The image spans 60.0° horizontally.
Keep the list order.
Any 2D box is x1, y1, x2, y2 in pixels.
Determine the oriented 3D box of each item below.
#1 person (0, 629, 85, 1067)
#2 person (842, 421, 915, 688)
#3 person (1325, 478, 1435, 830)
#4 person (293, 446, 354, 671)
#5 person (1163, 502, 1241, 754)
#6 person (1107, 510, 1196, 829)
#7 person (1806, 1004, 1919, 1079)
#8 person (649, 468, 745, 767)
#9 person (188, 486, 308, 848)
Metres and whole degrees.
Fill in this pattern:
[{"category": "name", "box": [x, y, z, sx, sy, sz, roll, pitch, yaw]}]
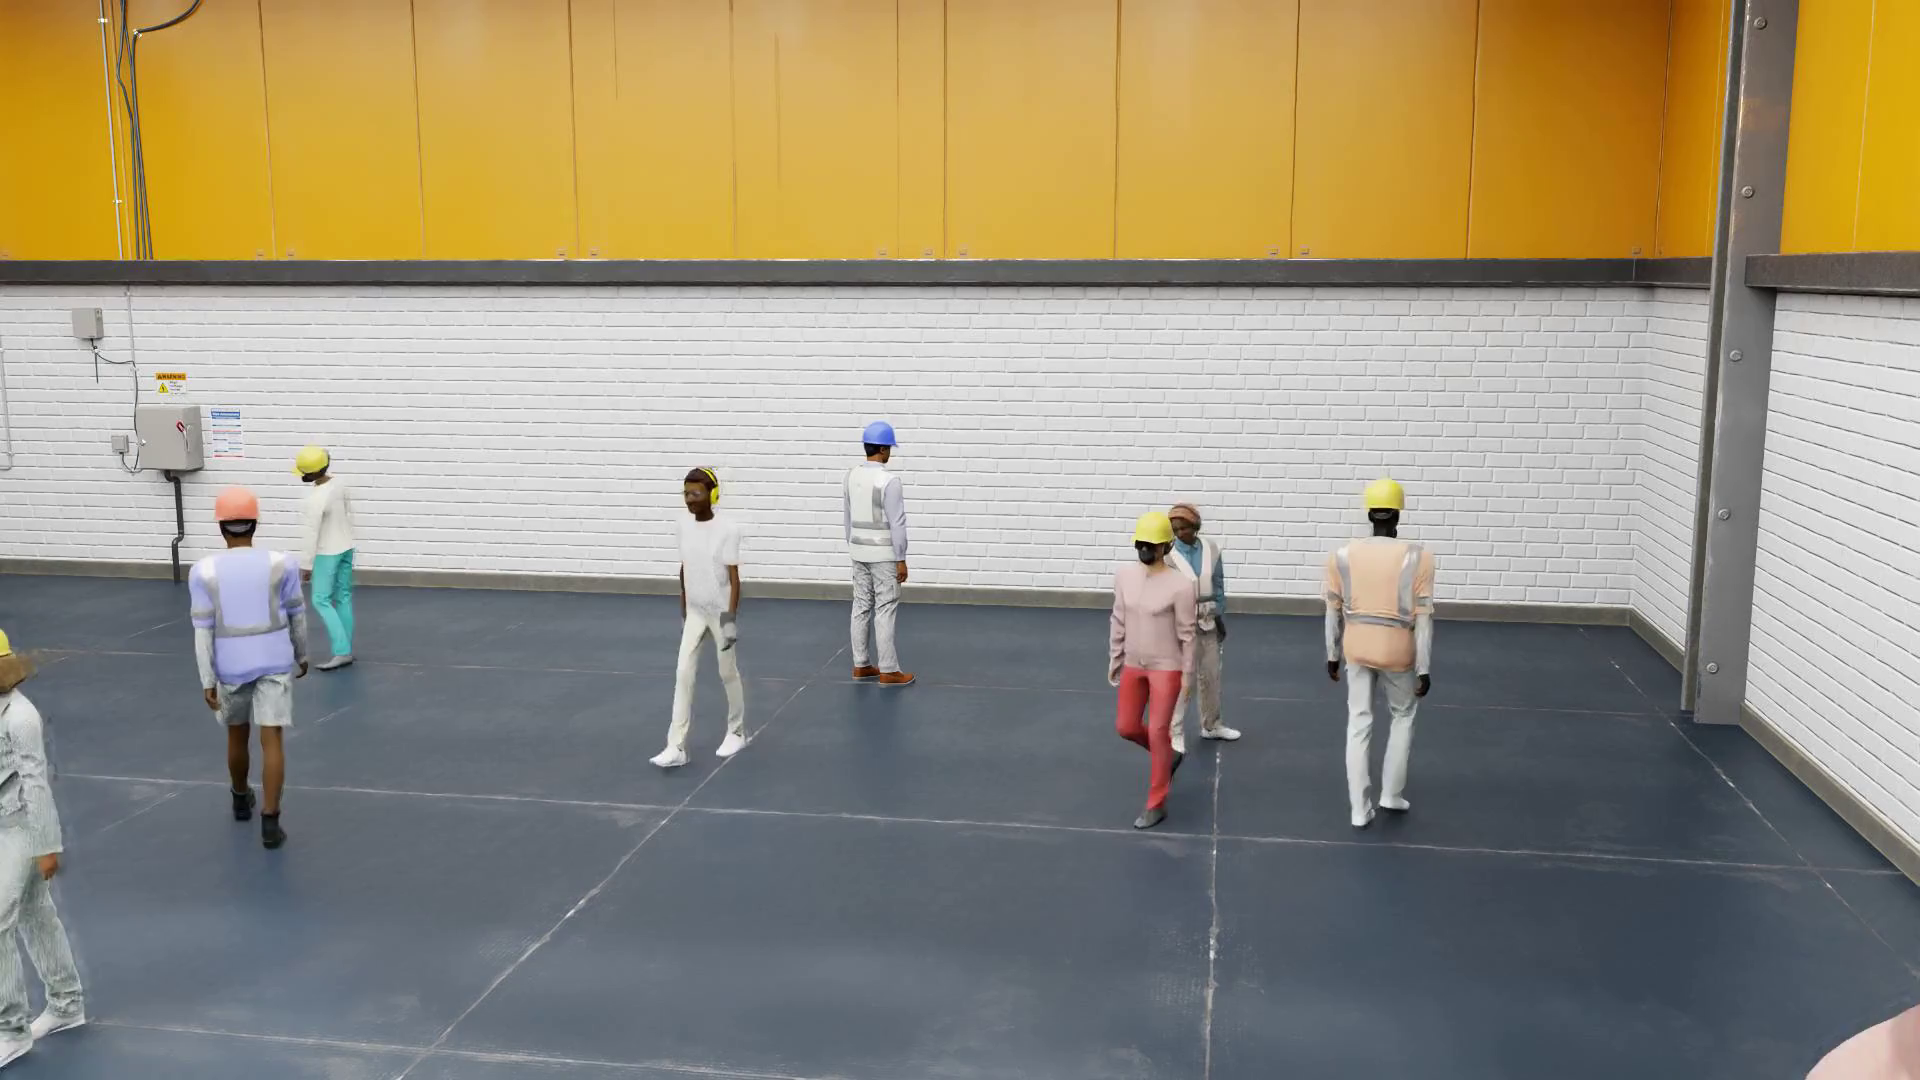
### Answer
[{"category": "person", "box": [-3.703, 1.153, 6.365, 0.505, 1.719, 0.654, 7, 12, 38]}, {"category": "person", "box": [-0.602, 0.104, 12.148, 0.389, 1.946, 0.603, -9, 13, -44]}, {"category": "person", "box": [2.308, 0.610, 9.133, 0.608, 1.902, 0.666, 5, 10, 28]}, {"category": "person", "box": [-4.814, 0.130, 12.719, 0.344, 1.722, 0.627, 1, 9, 8]}, {"category": "person", "box": [1.475, 0.548, 10.450, 0.666, 1.606, 0.339, -5, 10, -27]}, {"category": "person", "box": [1.101, 0.684, 9.163, 0.529, 1.748, 0.541, 8, 12, 41]}, {"category": "person", "box": [1.955, 1.571, 3.282, 0.639, 1.886, 0.773, 1, 9, 3]}, {"category": "person", "box": [-1.585, 0.484, 10.156, 0.547, 1.832, 0.903, 4, 10, 23]}, {"category": "person", "box": [-3.806, 0.651, 8.950, 0.552, 1.896, 0.858, -3, 10, -19]}]
